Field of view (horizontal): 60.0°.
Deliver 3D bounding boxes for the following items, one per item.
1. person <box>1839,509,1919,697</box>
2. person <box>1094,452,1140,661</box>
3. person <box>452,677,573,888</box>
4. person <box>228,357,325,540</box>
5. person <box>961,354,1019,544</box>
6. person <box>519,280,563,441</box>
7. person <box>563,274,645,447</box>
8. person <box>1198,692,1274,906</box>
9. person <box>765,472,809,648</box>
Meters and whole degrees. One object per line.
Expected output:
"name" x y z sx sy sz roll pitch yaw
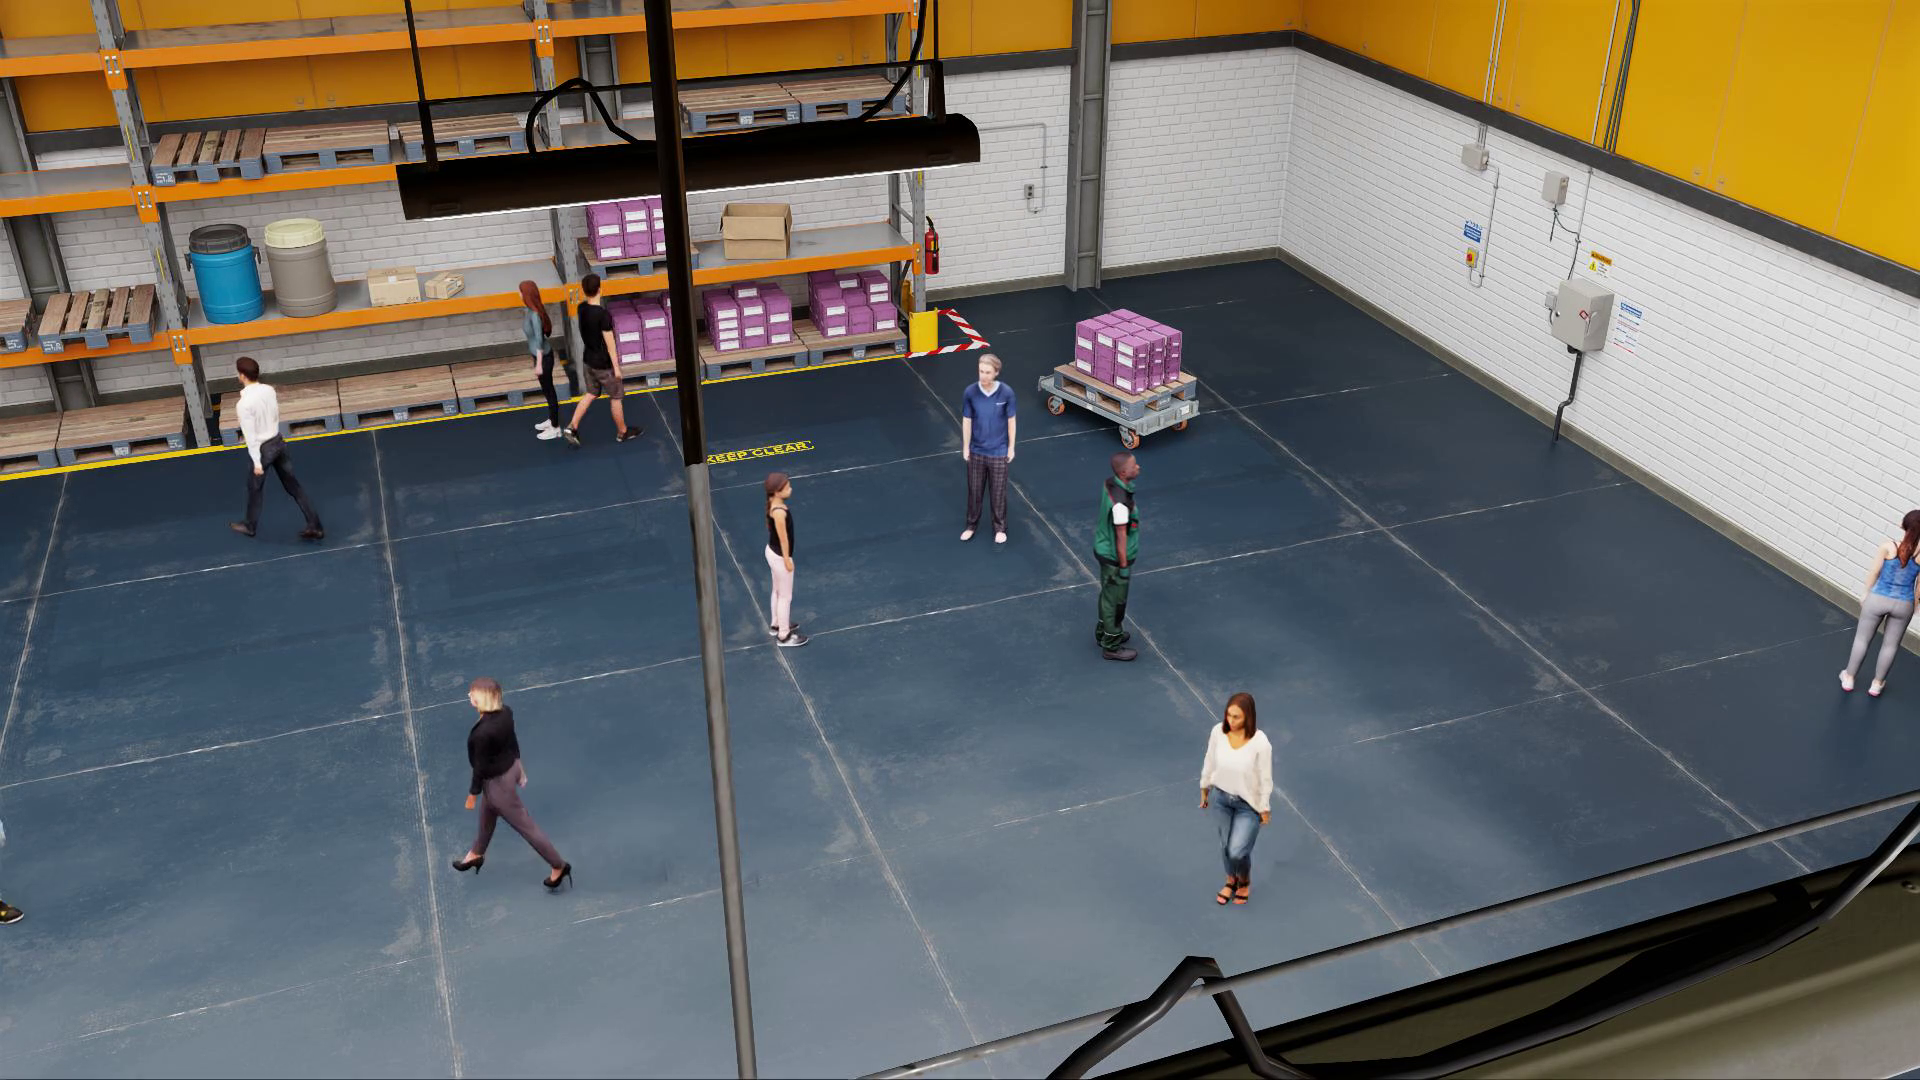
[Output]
"person" 7.360 0.496 13.168 0.645 1.608 0.709 12 31 20
"person" 1.280 0.112 13.633 0.707 1.839 0.750 -2 29 -3
"person" -2.934 1.672 11.010 1.158 1.612 0.876 1 29 2
"person" -6.275 -0.781 15.288 1.250 1.821 1.137 9 30 16
"person" 0.261 -0.851 15.365 0.658 1.870 0.798 4 29 7
"person" -4.377 -1.895 17.413 0.585 1.742 0.606 -5 29 -10
"person" -3.793 -1.835 17.195 1.220 1.845 1.040 -24 37 -37
"person" 1.876 1.675 10.942 0.750 1.671 0.761 22 35 34
"person" -1.496 0.142 13.865 0.490 1.564 0.533 -9 30 -17
